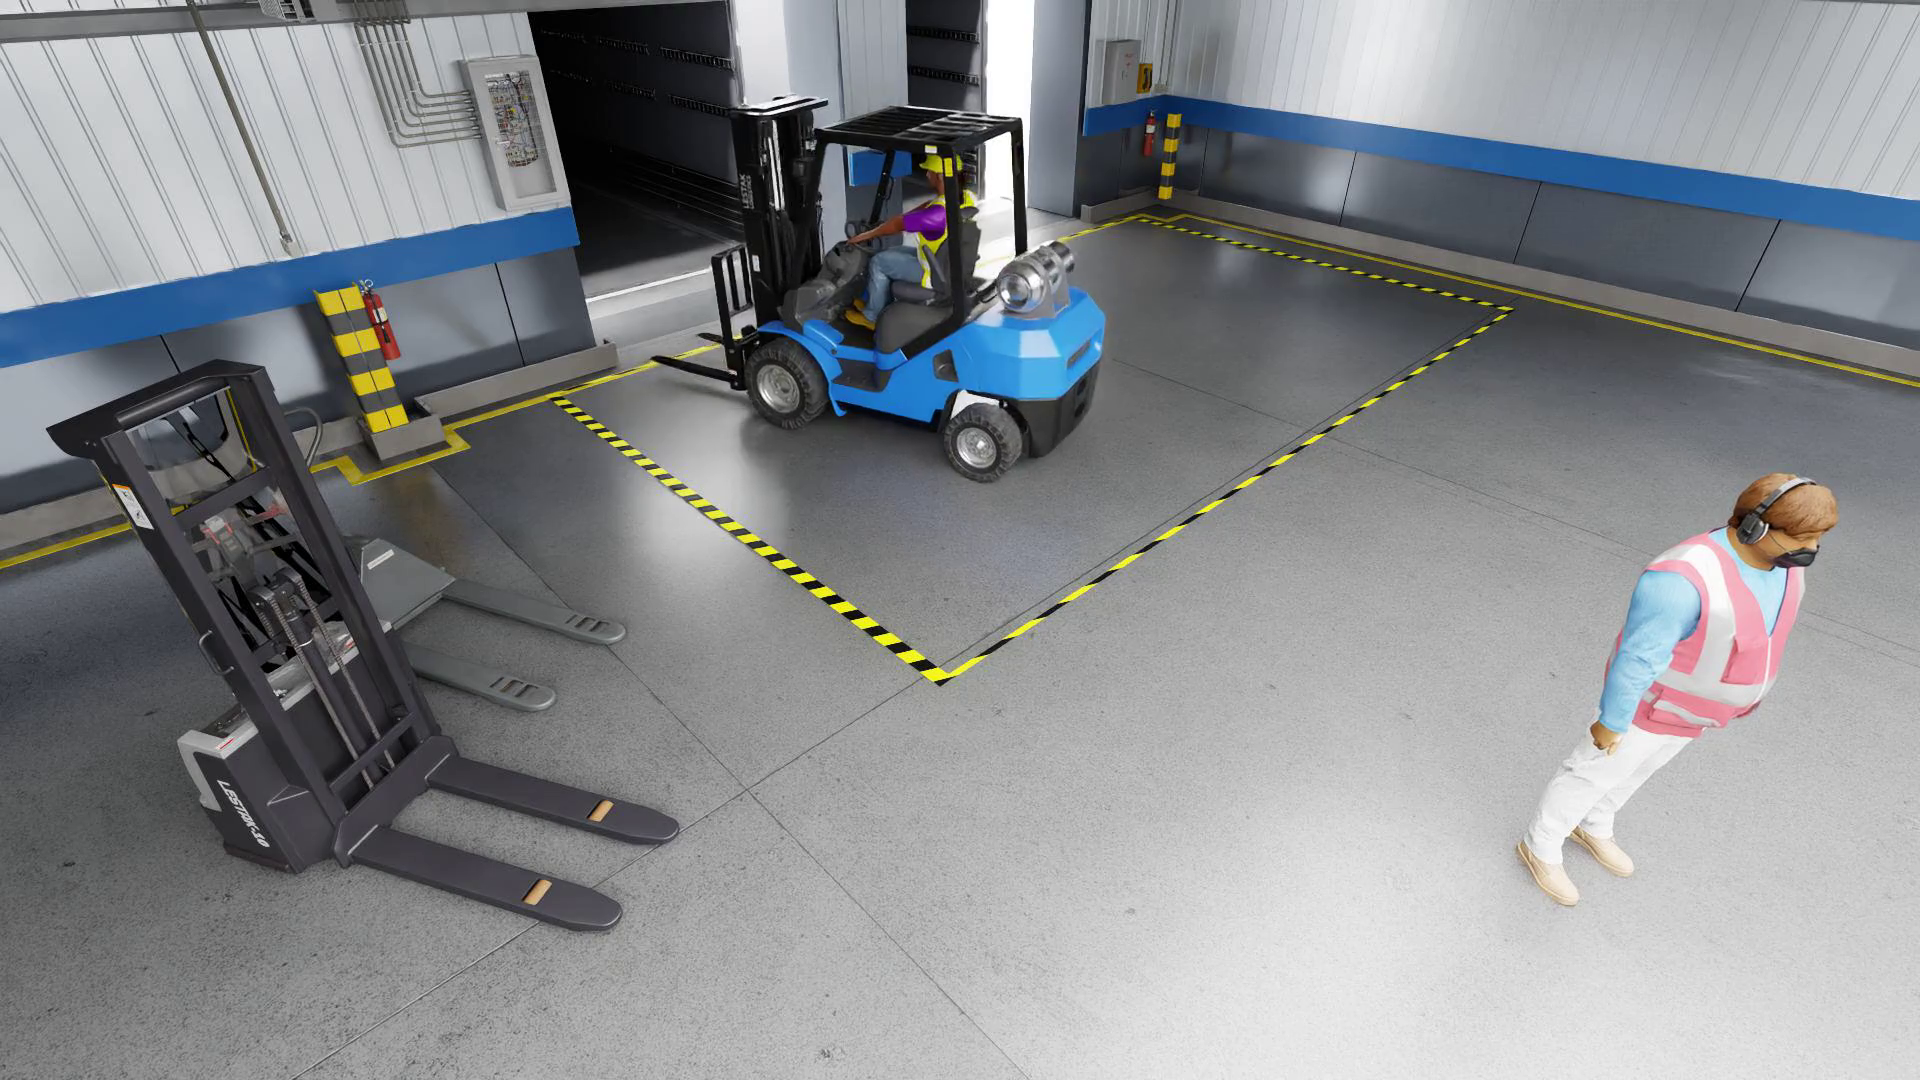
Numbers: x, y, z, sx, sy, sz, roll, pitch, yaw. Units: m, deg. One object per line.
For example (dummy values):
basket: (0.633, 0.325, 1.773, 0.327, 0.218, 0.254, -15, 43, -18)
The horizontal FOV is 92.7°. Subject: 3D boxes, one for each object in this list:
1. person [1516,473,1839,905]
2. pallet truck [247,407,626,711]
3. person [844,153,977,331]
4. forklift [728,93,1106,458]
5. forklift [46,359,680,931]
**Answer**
person: (2.527, 0.573, 3.269, 0.633, 1.841, 0.429, -13, 36, -18)
pallet truck: (-2.628, 0.038, 4.590, 1.601, 1.201, 0.680, 12, 36, 18)
person: (-0.393, -2.089, 6.397, 1.004, 1.294, 0.635, 16, 38, 23)
forklift: (-0.344, -1.915, 6.474, 2.680, 2.036, 1.157, 16, 38, 23)
forklift: (-2.135, 0.422, 3.354, 1.885, 1.965, 0.823, 10, 35, 14)
